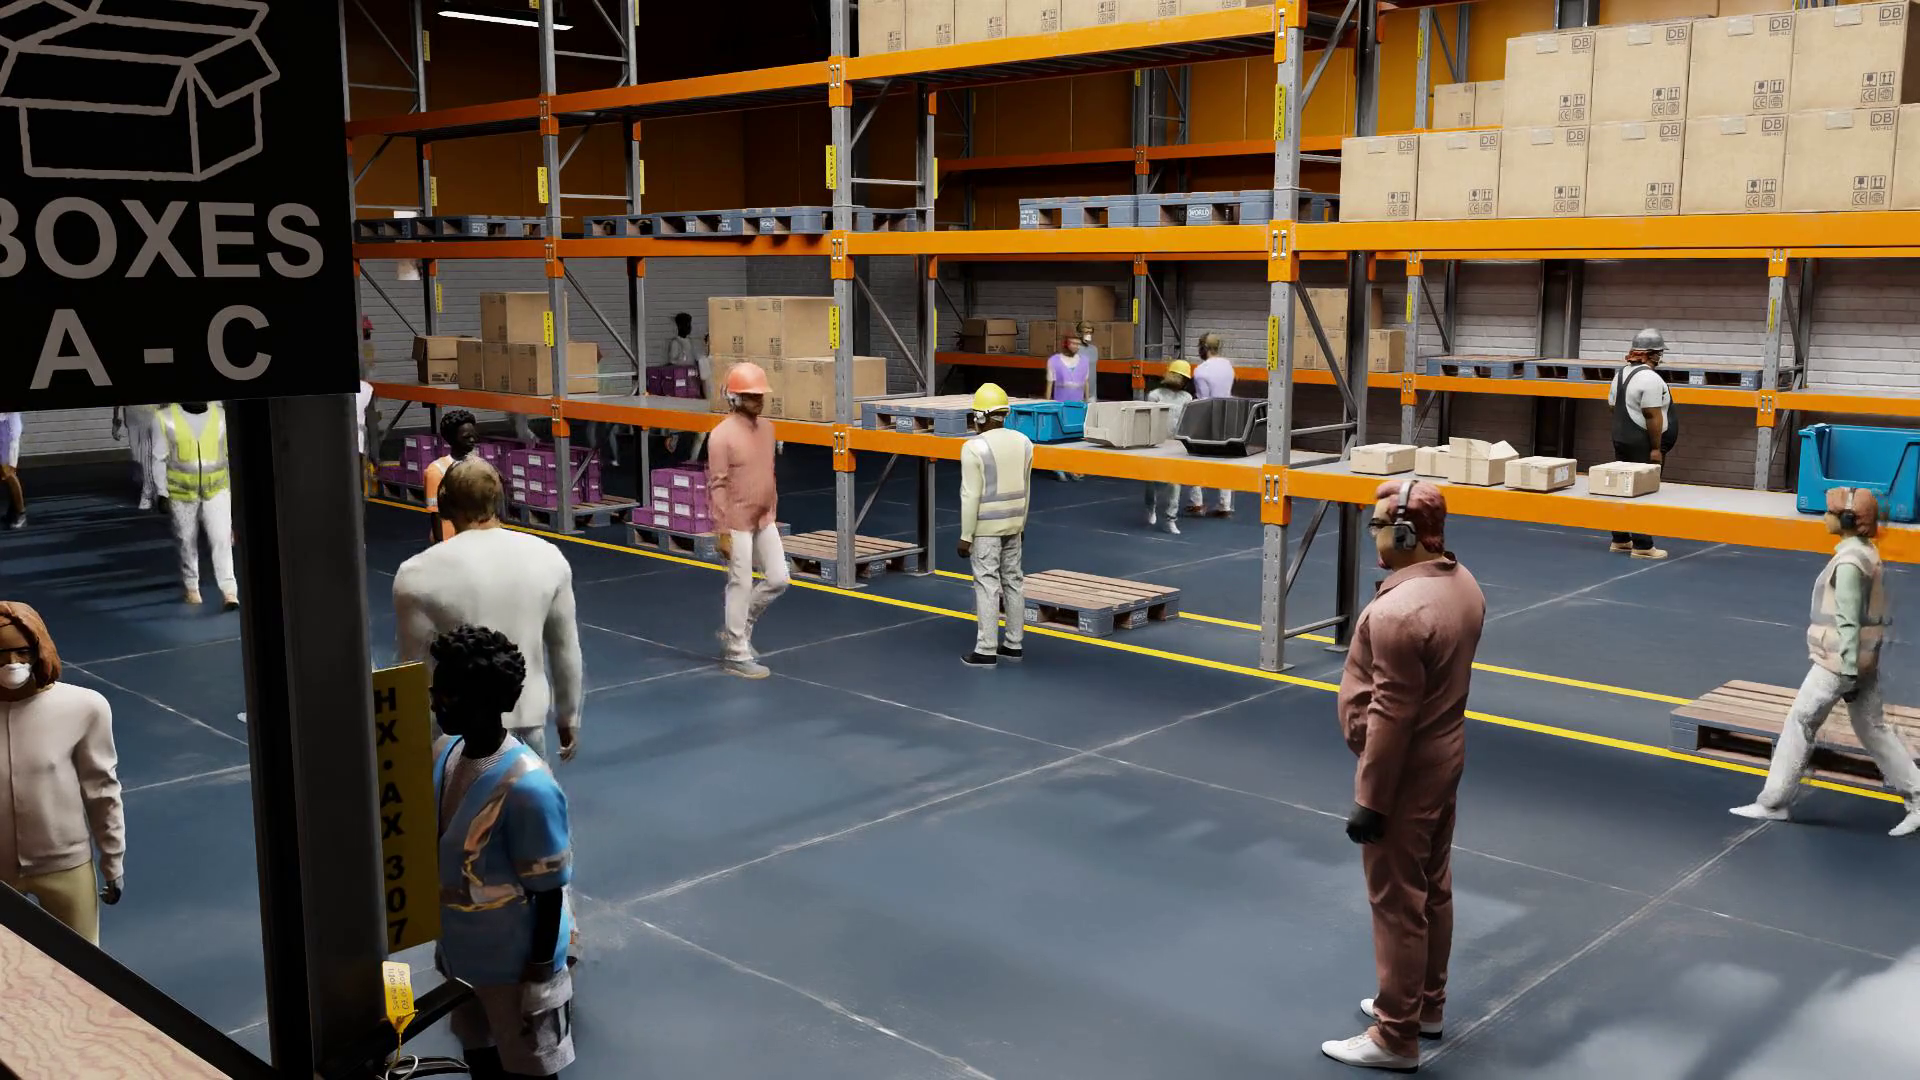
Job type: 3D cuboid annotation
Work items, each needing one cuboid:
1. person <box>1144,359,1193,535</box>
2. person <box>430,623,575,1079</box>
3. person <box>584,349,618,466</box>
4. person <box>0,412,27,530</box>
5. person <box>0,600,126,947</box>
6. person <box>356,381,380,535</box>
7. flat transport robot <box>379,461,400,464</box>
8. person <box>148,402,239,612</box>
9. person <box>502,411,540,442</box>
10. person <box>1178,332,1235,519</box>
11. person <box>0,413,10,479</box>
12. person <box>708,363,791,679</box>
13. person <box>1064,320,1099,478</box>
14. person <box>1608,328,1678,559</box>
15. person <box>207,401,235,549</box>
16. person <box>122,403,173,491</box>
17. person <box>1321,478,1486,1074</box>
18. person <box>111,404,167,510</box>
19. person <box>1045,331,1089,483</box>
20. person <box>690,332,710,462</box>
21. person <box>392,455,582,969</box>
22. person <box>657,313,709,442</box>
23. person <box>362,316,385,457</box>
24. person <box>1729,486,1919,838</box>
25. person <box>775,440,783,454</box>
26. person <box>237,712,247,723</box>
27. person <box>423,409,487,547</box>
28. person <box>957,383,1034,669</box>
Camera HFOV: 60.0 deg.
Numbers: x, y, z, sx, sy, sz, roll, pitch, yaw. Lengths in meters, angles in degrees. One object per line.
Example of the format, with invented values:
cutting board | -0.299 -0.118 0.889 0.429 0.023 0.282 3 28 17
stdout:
person | 2.024 -0.935 16.299 0.486 1.687 0.821 -1 9 -8
person | -1.163 1.042 4.175 0.536 1.697 0.322 9 13 44
person | -4.653 -1.724 21.443 0.434 1.599 0.625 0 9 3
person | -9.472 -1.037 16.378 0.736 1.891 0.414 9 13 42
person | -2.696 0.971 4.831 0.499 1.628 0.278 -4 10 -24
person | -5.416 -0.749 14.543 0.606 1.891 0.573 -6 11 -33
flat transport robot | -6.758 -0.822 19.965 1.431 0.197 0.652 -5 10 -27
person | -5.716 -0.357 12.483 0.628 1.792 0.974 -6 11 -30
person | -5.929 -2.018 22.398 0.608 1.870 0.498 9 13 43
person | 2.521 -1.165 17.056 0.644 1.916 0.701 -8 12 -41
person | -8.383 -0.741 14.074 0.618 2.049 0.392 -1 9 -8
person | -1.325 -0.113 10.387 0.431 1.978 0.642 6 11 31
person | 1.499 -1.739 20.500 0.374 1.936 0.629 8 12 40
person | 6.100 -0.864 14.809 0.536 2.000 0.676 -1 9 -7
person | -6.420 -0.763 14.862 0.505 1.834 0.454 -6 11 -33
person | -9.316 -1.410 19.125 0.555 1.724 0.486 -3 10 -15
person | 1.415 0.746 5.352 0.410 1.907 0.642 6 11 34
person | -8.813 -1.271 17.962 0.571 1.837 0.800 -1 9 -6
person | 1.301 -1.579 19.870 0.635 1.812 0.612 -3 10 -19
person | -2.943 -1.598 19.995 0.984 1.819 0.512 7 12 37
person | -1.620 0.664 5.831 0.666 1.917 0.534 -7 12 -38
person | -4.101 -2.405 24.648 0.999 1.924 0.615 2 9 11
person | -8.070 -2.047 22.418 0.571 1.925 0.545 8 12 40
person | 4.043 0.550 7.516 0.854 1.608 0.519 7 12 38
person | -2.646 -2.059 22.827 0.633 1.828 0.507 -6 11 -34
person | -3.680 0.121 9.217 0.813 1.903 0.596 4 10 22
person | -3.097 0.035 10.346 0.322 1.697 0.535 4 10 25
person | 0.205 -0.090 10.694 0.590 1.835 0.404 -9 13 -42
